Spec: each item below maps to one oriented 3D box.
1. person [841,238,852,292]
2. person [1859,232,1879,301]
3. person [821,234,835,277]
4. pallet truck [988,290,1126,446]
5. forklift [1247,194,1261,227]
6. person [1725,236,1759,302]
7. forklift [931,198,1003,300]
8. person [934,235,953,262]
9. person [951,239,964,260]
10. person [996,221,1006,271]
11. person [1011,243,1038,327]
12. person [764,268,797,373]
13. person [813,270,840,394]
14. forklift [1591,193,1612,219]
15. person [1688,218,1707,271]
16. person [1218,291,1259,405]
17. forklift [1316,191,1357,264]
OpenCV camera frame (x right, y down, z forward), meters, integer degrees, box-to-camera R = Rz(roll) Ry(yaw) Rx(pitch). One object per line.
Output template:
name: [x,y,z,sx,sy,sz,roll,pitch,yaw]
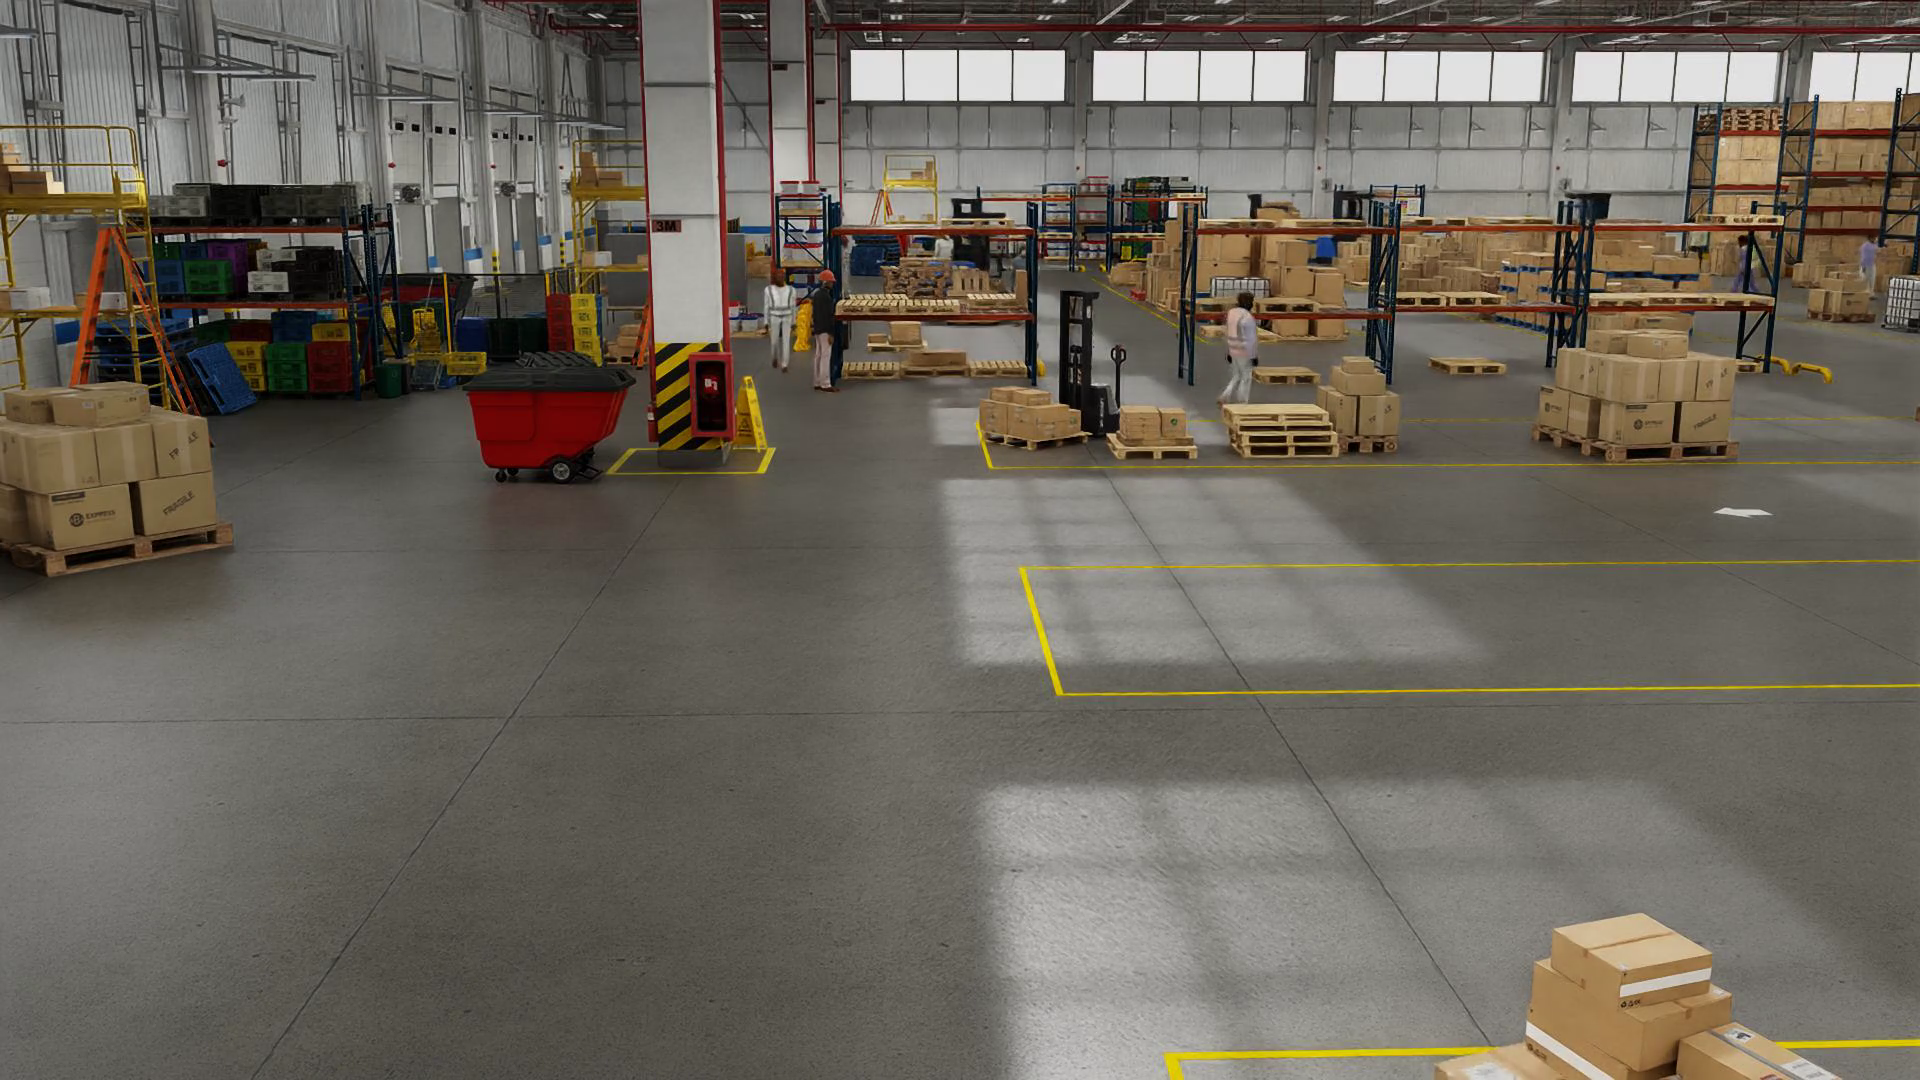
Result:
person: [-3.476,-8.232,49.754,0.452,1.624,0.534,5,13,21]
person: [25.336,-7.663,46.545,0.626,1.911,0.843,-5,14,-22]
person: [-3.651,-7.663,46.713,0.566,1.841,0.340,3,13,12]
pallet truck: [1.257,-2.299,22.111,1.885,1.965,0.823,-9,15,-35]
forklift: [9.692,-9.993,54.841,1.873,2.768,1.129,2,13,8]
person: [21.395,-7.383,45.458,0.689,1.821,1.049,-12,17,-42]
forklift: [0.184,-8.091,46.251,1.873,2.768,1.129,-11,17,-41]
person: [-0.378,-8.093,48.524,0.644,1.884,1.019,-5,13,-21]
person: [-0.007,-7.677,46.970,0.492,1.742,0.320,-6,14,-26]
person: [1.503,-10.715,60.242,0.360,1.939,0.543,5,13,20]
person: [1.477,-5.877,38.402,0.635,1.936,0.355,4,13,16]
person: [-3.201,-3.924,29.732,0.592,1.871,0.396,-2,13,-9]
person: [-2.186,-3.380,27.000,0.393,1.990,0.616,-6,14,-24]
forklift: [22.133,-10.617,57.655,1.873,2.768,1.129,0,12,-2]
person: [26.311,-10.540,59.352,0.646,1.979,0.552,8,15,33]
person: [4.158,-2.740,24.491,0.441,1.828,0.630,-4,13,-19]
forklift: [14.664,-11.922,63.548,1.129,2.768,1.873,-8,15,-32]
